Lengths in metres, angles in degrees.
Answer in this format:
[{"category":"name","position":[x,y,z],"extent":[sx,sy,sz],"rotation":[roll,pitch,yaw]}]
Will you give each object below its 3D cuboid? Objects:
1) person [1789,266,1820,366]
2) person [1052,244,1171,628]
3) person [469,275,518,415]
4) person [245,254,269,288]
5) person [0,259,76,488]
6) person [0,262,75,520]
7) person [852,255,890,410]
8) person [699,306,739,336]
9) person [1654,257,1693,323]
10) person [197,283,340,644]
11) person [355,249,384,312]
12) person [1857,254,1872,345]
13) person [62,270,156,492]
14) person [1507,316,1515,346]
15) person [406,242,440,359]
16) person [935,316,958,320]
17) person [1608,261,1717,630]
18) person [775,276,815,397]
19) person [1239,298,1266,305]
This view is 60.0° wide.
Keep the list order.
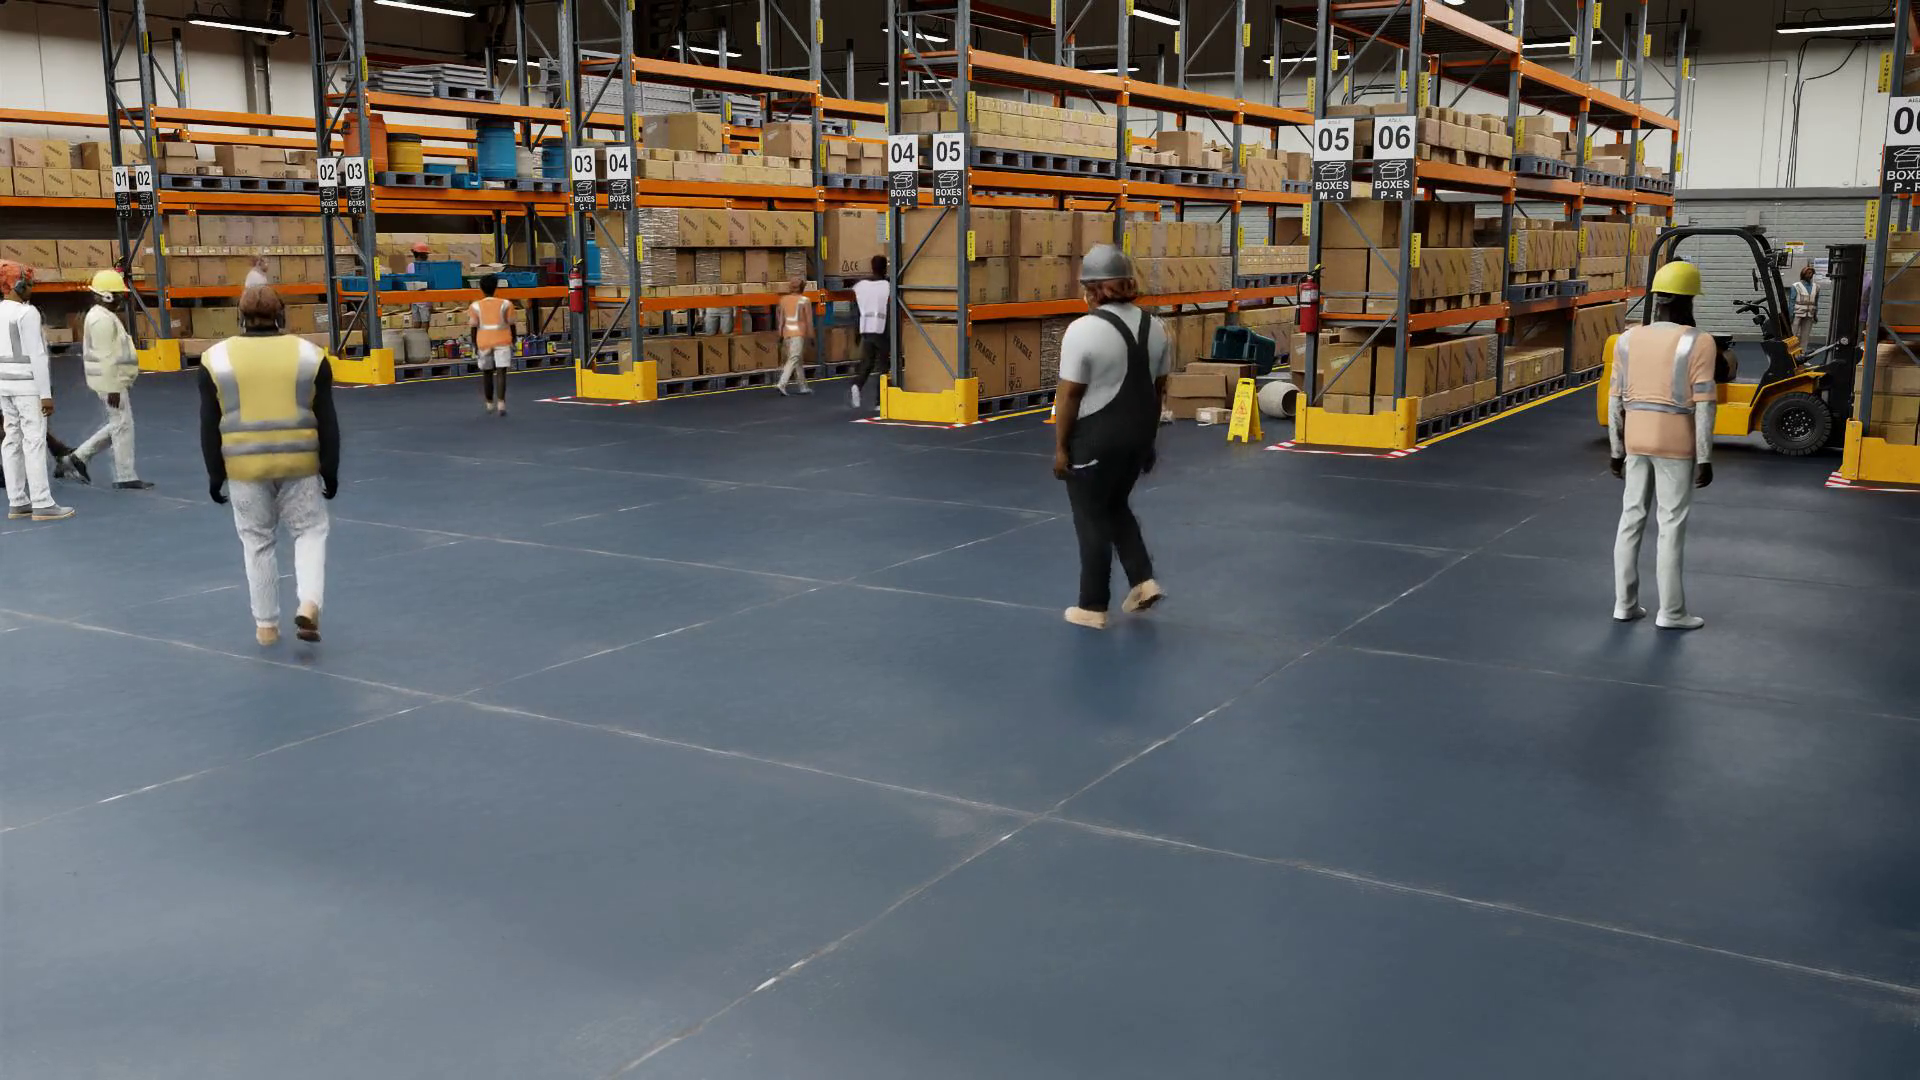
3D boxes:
[{"category":"person","position":[13.935,-3.691,27.489],"extent":[0.515,1.639,0.314],"rotation":[-1,10,-7]},{"category":"person","position":[0.743,-0.552,8.779],"extent":[0.686,2.000,0.539],"rotation":[-9,13,-41]},{"category":"person","position":[-5.526,-2.311,19.704],"extent":[0.537,1.659,0.868],"rotation":[-2,10,-10]},{"category":"person","position":[-10.683,-3.464,25.599],"extent":[0.978,1.855,0.662],"rotation":[-6,12,-29]},{"category":"person","position":[-7.888,-1.404,13.949],"extent":[0.544,1.906,0.893],"rotation":[6,12,31]},{"category":"person","position":[-6.858,-1.083,12.188],"extent":[0.572,1.887,0.356],"rotation":[5,11,26]},{"category":"person","position":[-1.048,-2.485,20.034],"extent":[0.624,1.894,0.664],"rotation":[5,11,27]},{"category":"person","position":[-3.664,-3.440,25.288],"extent":[0.630,1.930,0.373],"rotation":[0,10,-1]},{"category":"person","position":[10.746,-3.346,25.054],"extent":[0.534,1.831,0.989],"rotation":[6,12,29]},{"category":"person","position":[-3.417,-0.353,8.265],"extent":[0.634,1.831,0.620],"rotation":[-4,11,-23]},{"category":"person","position":[-12.004,-4.915,33.546],"extent":[0.621,1.914,0.980],"rotation":[9,13,40]},{"category":"person","position":[12.834,-3.186,23.884],"extent":[0.587,1.918,0.397],"rotation":[6,12,30]},{"category":"person","position":[-6.971,-1.280,13.521],"extent":[0.580,1.818,0.598],"rotation":[-5,11,-26]},{"category":"person","position":[10.386,-4.476,31.272],"extent":[0.556,1.868,1.052],"rotation":[2,10,9]},{"category":"person","position":[-9.300,-4.124,28.789],"extent":[0.616,2.040,0.381],"rotation":[9,13,40]},{"category":"person","position":[-0.037,-3.189,23.857],"extent":[0.642,1.936,1.044],"rotation":[5,11,26]},{"category":"person","position":[3.701,-0.494,8.770],"extent":[0.379,1.928,0.585],"rotation":[-7,12,-34]},{"category":"person","position":[-2.214,-2.701,22.072],"extent":[0.520,1.599,0.844],"rotation":[8,13,37]},{"category":"person","position":[5.594,-4.505,31.417],"extent":[0.673,1.855,0.960],"rotation":[7,12,36]}]
